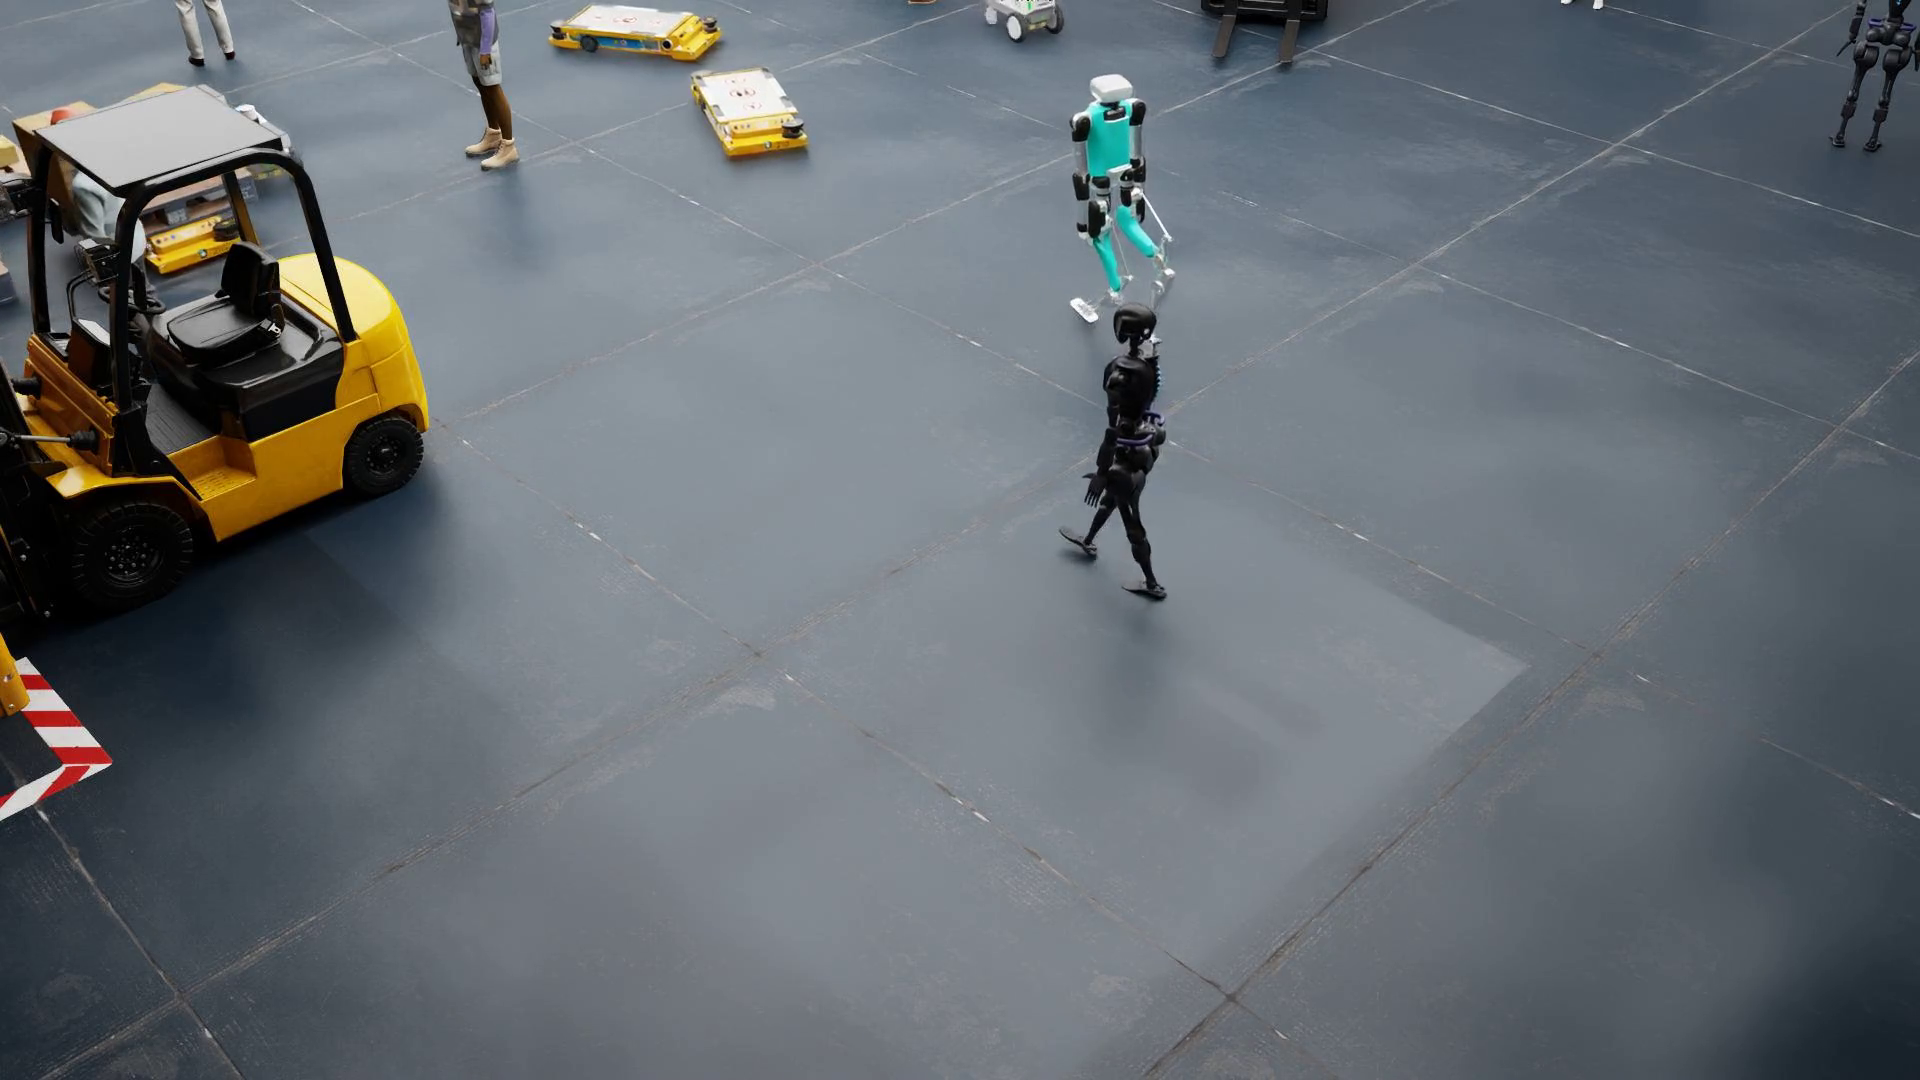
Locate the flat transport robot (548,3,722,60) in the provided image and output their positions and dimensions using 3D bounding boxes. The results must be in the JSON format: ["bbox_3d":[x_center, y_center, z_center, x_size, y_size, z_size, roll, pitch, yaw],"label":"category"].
[{"bbox_3d":[-2.975,-4.651,15.223,1.431,0.231,0.659,9,38,12],"label":"flat transport robot"}]

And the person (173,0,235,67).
[{"bbox_3d":[-6.746,-5.027,14.461,0.539,1.784,0.384,-22,42,-27],"label":"person"}]

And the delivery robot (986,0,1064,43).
[{"bbox_3d":[0.568,-4.984,15.424,0.499,0.589,0.792,-22,42,-27],"label":"delivery robot"}]

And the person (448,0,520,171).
[{"bbox_3d":[-3.701,-3.843,12.662,0.367,2.044,0.607,-21,42,-26],"label":"person"}]

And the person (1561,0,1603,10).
[{"bbox_3d":[6.085,-5.867,15.703,0.510,1.640,0.306,19,41,24],"label":"person"}]

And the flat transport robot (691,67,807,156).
[{"bbox_3d":[-1.766,-3.569,13.775,0.659,0.231,1.431,-12,38,-15],"label":"flat transport robot"}]

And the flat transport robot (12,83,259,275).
[{"bbox_3d":[-5.868,-2.339,12.127,1.431,0.231,0.659,30,46,34],"label":"flat transport robot"}]

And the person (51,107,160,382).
[{"bbox_3d":[-5.185,-1.806,10.185,0.351,1.737,0.574,-2,37,-3],"label":"person"}]

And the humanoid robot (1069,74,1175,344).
[{"bbox_3d":[1.065,-1.966,10.439,0.541,1.762,1.023,-21,41,-25],"label":"humanoid robot"}]

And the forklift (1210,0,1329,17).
[{"bbox_3d":[3.106,-6.400,15.960,1.214,2.155,2.313,8,37,10],"label":"forklift"}]

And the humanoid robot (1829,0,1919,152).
[{"bbox_3d":[7.237,-3.896,13.023,0.599,1.657,0.315,17,40,22],"label":"humanoid robot"}]

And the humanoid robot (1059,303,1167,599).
[{"bbox_3d":[0.792,-0.461,8.457,0.696,1.636,0.589,16,40,21],"label":"humanoid robot"}]

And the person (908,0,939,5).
[{"bbox_3d":[-0.404,-6.068,15.737,0.368,1.931,0.628,-13,39,-16],"label":"person"}]

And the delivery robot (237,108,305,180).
[{"bbox_3d":[-5.441,-3.040,12.811,0.499,0.575,0.757,-25,43,-30],"label":"delivery robot"}]

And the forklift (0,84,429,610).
[{"bbox_3d":[-4.145,-1.093,8.856,2.313,2.155,1.214,-31,47,-34],"label":"forklift"}]
